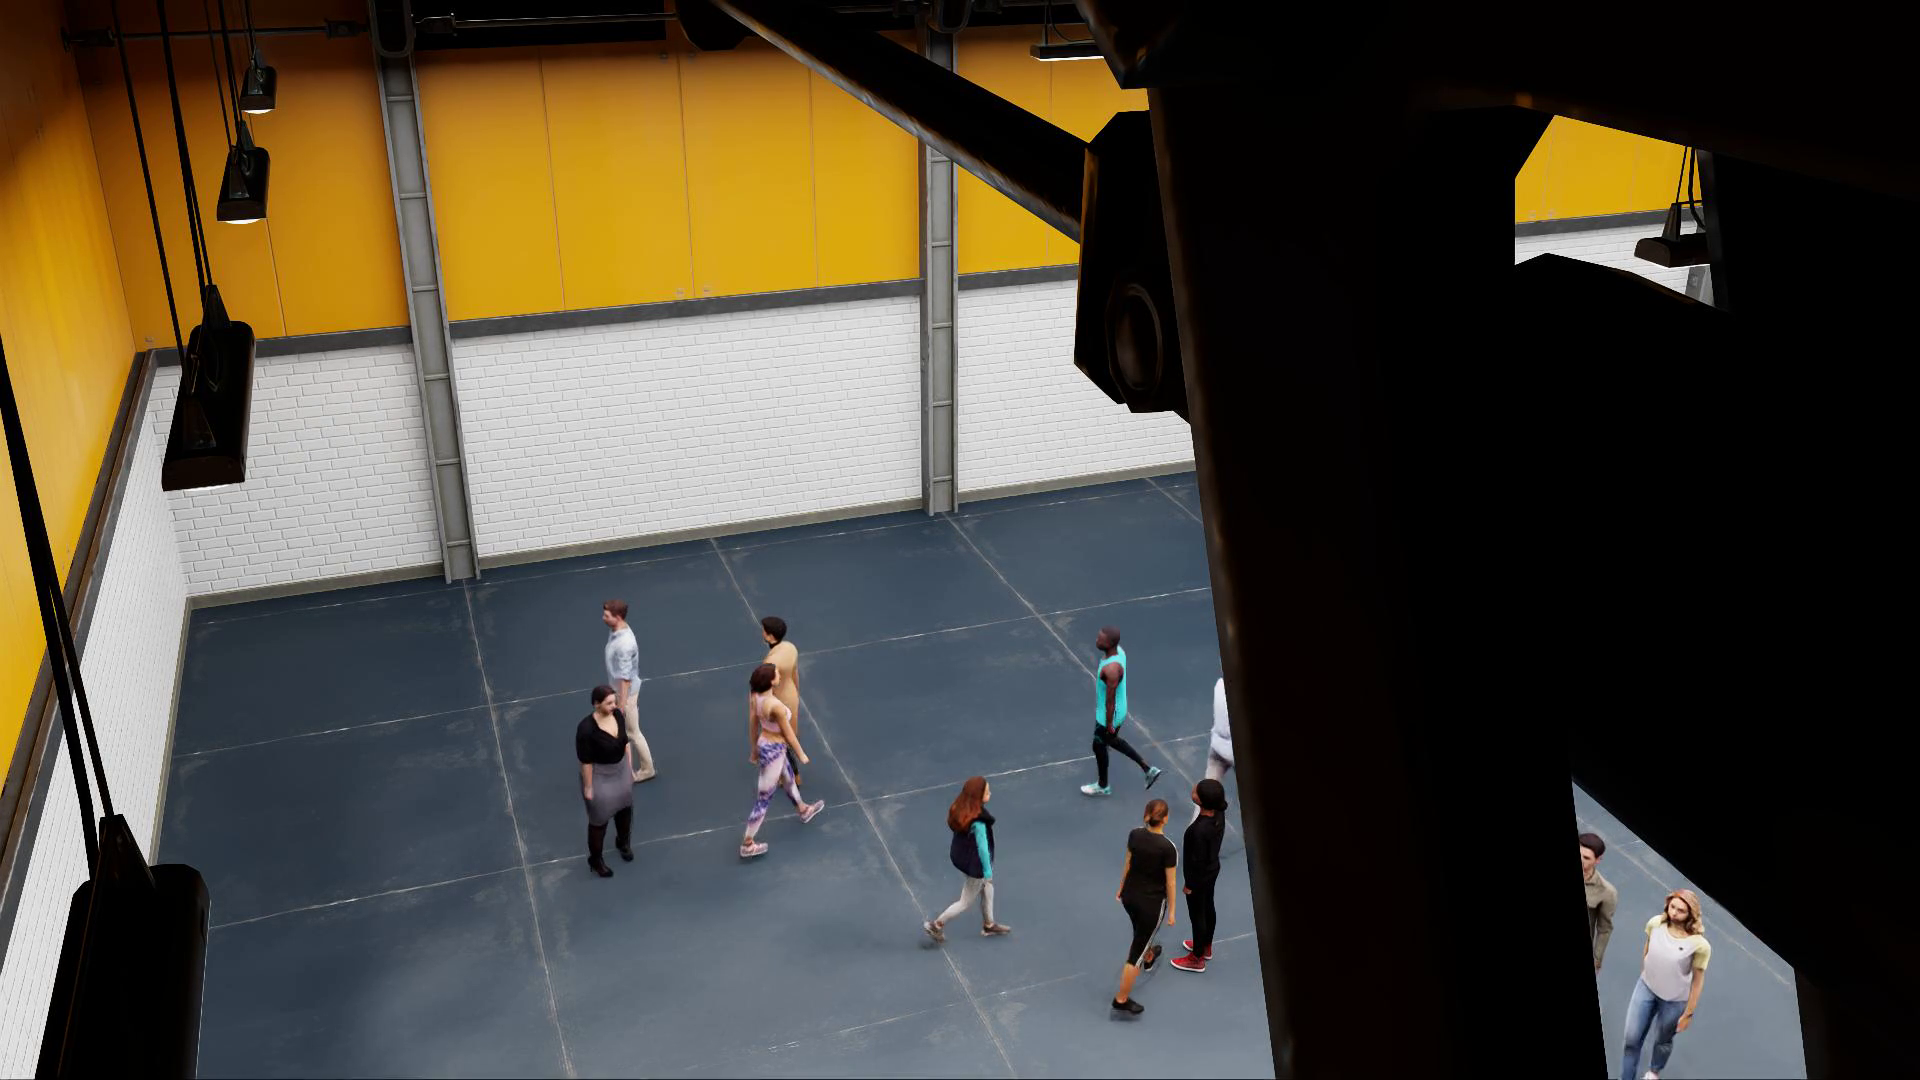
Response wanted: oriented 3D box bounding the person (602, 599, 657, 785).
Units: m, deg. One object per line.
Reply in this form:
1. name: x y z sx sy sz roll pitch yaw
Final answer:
1. person: -3.025 1.379 15.225 0.763 1.849 0.663 -9 25 -19

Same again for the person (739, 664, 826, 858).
1. person: -1.669 1.908 14.188 1.269 1.710 0.897 -18 30 -36

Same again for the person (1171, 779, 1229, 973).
1. person: 1.865 2.550 12.763 0.747 1.675 0.673 13 27 27

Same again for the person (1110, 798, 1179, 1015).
1. person: 1.347 2.731 12.411 1.169 1.625 0.968 -21 31 -40

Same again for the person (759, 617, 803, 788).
1. person: -1.552 1.492 15.132 0.872 1.716 0.824 7 24 15

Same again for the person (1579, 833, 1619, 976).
1. person: 4.323 2.867 11.798 0.769 1.866 0.798 -21 31 -39

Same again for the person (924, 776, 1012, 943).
1. person: 0.045 2.537 13.037 0.981 1.479 0.683 -3 24 -7

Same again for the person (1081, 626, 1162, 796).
1. person: 1.448 1.568 14.872 1.078 1.786 0.962 7 25 17

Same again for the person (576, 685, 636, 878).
1. person: -2.983 1.978 13.984 0.865 1.746 0.783 18 29 36

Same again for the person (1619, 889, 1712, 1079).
1. person: 4.902 3.105 11.451 0.968 1.709 0.812 -19 30 -37
